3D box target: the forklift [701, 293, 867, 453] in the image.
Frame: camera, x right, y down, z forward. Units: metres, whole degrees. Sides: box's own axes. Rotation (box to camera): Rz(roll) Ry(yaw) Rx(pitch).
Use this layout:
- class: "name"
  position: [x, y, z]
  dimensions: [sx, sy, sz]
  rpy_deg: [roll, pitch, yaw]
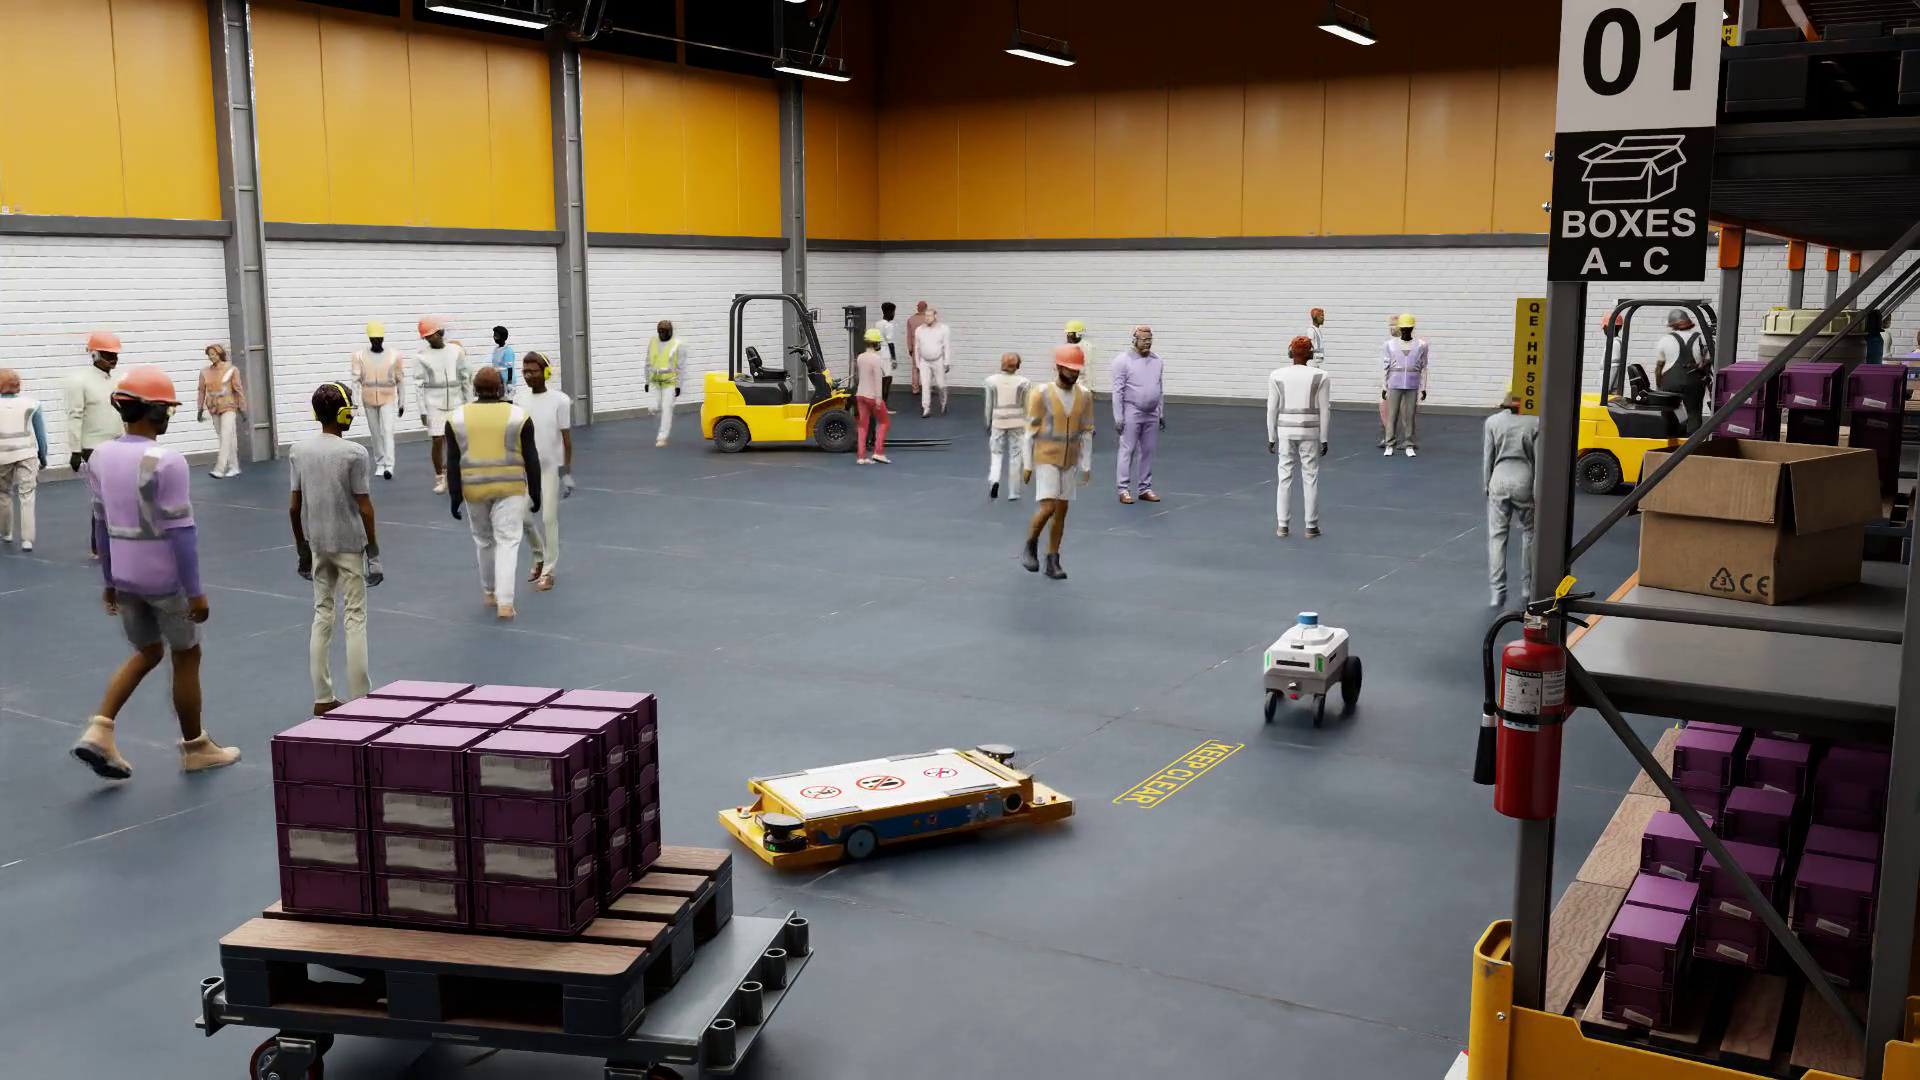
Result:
- class: "forklift"
  position: [-2.458, -2.344, 23.176]
  dimensions: [2.313, 2.155, 1.214]
  rpy_deg: [0, 9, -2]

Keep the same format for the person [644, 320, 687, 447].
- class: "person"
  position: [-4.184, -2.227, 23.669]
  dimensions: [0.660, 1.814, 0.487]
  rpy_deg: [3, 9, 16]

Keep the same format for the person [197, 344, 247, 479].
- class: "person"
  position: [-8.850, -1.515, 19.798]
  dimensions: [0.544, 1.600, 0.821]
  rpy_deg: [2, 9, 10]

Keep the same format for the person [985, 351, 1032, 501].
- class: "person"
  position: [0.521, -1.216, 17.873]
  dimensions: [0.538, 1.625, 0.459]
  rpy_deg: [2, 9, 12]

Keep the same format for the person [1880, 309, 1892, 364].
- class: "person"
  position: [13.500, -2.430, 24.529]
  dimensions: [0.371, 1.933, 0.627]
  rpy_deg: [-1, 9, -6]

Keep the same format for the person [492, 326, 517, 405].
- class: "person"
  position: [-6.752, -2.327, 24.649]
  dimensions: [0.321, 1.694, 0.537]
  rpy_deg: [-7, 11, -36]

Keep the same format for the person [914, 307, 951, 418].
- class: "person"
  position: [-0.468, -3.046, 28.494]
  dimensions: [0.652, 1.888, 0.725]
  rpy_deg: [2, 9, 10]

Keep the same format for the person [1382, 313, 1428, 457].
- class: "person"
  position: [5.964, -2.073, 22.314]
  dimensions: [0.593, 1.925, 0.384]
  rpy_deg: [2, 9, 12]

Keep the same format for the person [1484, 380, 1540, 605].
- class: "person"
  position: [4.174, -0.391, 12.473]
  dimensions: [0.494, 1.717, 0.744]
  rpy_deg: [5, 10, 30]

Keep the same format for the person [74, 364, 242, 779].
- class: "person"
  position: [-3.889, 0.176, 7.975]
  dimensions: [0.613, 2.027, 0.739]
  rpy_deg: [5, 10, 28]

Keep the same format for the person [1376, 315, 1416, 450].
- class: "person"
  position: [6.094, -2.187, 23.176]
  dimensions: [0.635, 1.883, 0.681]
  rpy_deg: [-3, 10, -19]

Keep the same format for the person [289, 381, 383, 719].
- class: "person"
  position: [-3.417, 0.067, 9.140]
  dimensions: [0.535, 1.868, 0.309]
  rpy_deg: [3, 9, 16]

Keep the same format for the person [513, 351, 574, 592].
- class: "person"
  position: [-3.246, -0.542, 12.966]
  dimensions: [0.579, 1.867, 0.463]
  rpy_deg: [2, 9, 13]

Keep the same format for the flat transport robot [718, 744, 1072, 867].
- class: "flat transport robot"
  position: [-0.280, 1.150, 7.349]
  dimensions: [1.431, 0.197, 0.652]
  rpy_deg: [-5, 10, -28]

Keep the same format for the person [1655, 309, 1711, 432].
- class: "person"
  position: [9.551, -2.082, 22.016]
  dimensions: [0.700, 2.000, 0.595]
  rpy_deg: [2, 9, 13]

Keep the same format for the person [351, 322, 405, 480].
- class: "person"
  position: [-6.968, -1.664, 19.929]
  dimensions: [0.596, 1.874, 0.996]
  rpy_deg: [-2, 9, -12]

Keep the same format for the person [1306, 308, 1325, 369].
- class: "person"
  position: [5.892, -2.911, 27.688]
  dimensions: [0.337, 1.879, 0.585]
  rpy_deg: [3, 10, 20]

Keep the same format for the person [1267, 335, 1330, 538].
- class: "person"
  position: [3.151, -0.959, 15.500]
  dimensions: [0.575, 1.882, 0.359]
  rpy_deg: [3, 10, 19]

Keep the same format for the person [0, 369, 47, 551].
- class: "person"
  position: [-8.458, -0.721, 14.864]
  dimensions: [0.545, 1.595, 0.823]
  rpy_deg: [-6, 11, -33]

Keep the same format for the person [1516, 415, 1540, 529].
- class: "person"
  position: [5.622, -1.067, 16.011]
  dimensions: [0.629, 1.937, 0.373]
  rpy_deg: [0, 9, 0]

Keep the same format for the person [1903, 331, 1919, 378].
- class: "person"
  position: [11.039, -1.535, 19.218]
  dimensions: [0.374, 1.840, 0.568]
  rpy_deg: [2, 9, 9]

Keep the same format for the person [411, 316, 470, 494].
- class: "person"
  position: [-5.718, -1.507, 18.601]
  dimensions: [0.793, 1.987, 0.477]
  rpy_deg: [-8, 12, -40]

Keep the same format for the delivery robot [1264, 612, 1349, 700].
- class: "delivery robot"
  position: [1.944, 0.648, 9.309]
  dimensions: [0.477, 0.478, 0.707]
  rpy_deg: [4, 10, 24]

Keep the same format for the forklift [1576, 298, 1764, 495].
- class: "forklift"
  position: [7.954, -1.589, 18.462]
  dimensions: [2.313, 2.155, 1.214]
  rpy_deg: [5, 11, 30]

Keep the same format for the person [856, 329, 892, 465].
- class: "person"
  position: [-1.107, -1.832, 21.383]
  dimensions: [0.524, 1.751, 0.526]
  rpy_deg: [-8, 12, -42]

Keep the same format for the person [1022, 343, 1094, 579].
- class: "person"
  position: [0.812, -0.618, 13.307]
  dimensions: [0.549, 1.906, 0.504]
  rpy_deg: [-5, 10, -28]

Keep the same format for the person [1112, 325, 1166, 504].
- class: "person"
  position: [1.942, -1.337, 17.803]
  dimensions: [0.671, 1.905, 0.402]
  rpy_deg: [-5, 10, -29]

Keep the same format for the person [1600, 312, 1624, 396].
- class: "person"
  position: [8.791, -2.109, 22.493]
  dimensions: [0.350, 1.942, 0.543]
  rpy_deg: [4, 10, 23]

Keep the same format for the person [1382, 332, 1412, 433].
- class: "person"
  position: [6.763, -2.530, 25.598]
  dimensions: [0.595, 1.792, 0.907]
  rpy_deg: [5, 10, 29]

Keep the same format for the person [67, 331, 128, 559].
- class: "person"
  position: [-7.226, -0.790, 14.162]
  dimensions: [0.651, 1.968, 0.611]
  rpy_deg: [2, 9, 11]

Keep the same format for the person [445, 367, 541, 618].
- class: "person"
  position: [-3.353, -0.353, 12.006]
  dimensions: [0.640, 1.797, 0.935]
  rpy_deg: [-1, 9, -5]

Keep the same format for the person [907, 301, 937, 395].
- class: "person"
  position: [-0.741, -3.865, 33.562]
  dimensions: [0.653, 1.906, 0.408]
  rpy_deg: [4, 10, 25]

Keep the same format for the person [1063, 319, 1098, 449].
- class: "person"
  position: [1.621, -2.162, 23.195]
  dimensions: [0.418, 1.818, 0.622]
  rpy_deg: [-5, 10, -29]

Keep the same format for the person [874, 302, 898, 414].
- class: "person"
  position: [-1.326, -3.201, 29.271]
  dimensions: [0.384, 1.956, 0.667]
  rpy_deg: [-5, 11, -30]

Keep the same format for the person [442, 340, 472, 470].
- class: "person"
  position: [-6.298, -1.681, 20.809]
  dimensions: [0.365, 1.628, 0.516]
  rpy_deg: [4, 10, 26]
